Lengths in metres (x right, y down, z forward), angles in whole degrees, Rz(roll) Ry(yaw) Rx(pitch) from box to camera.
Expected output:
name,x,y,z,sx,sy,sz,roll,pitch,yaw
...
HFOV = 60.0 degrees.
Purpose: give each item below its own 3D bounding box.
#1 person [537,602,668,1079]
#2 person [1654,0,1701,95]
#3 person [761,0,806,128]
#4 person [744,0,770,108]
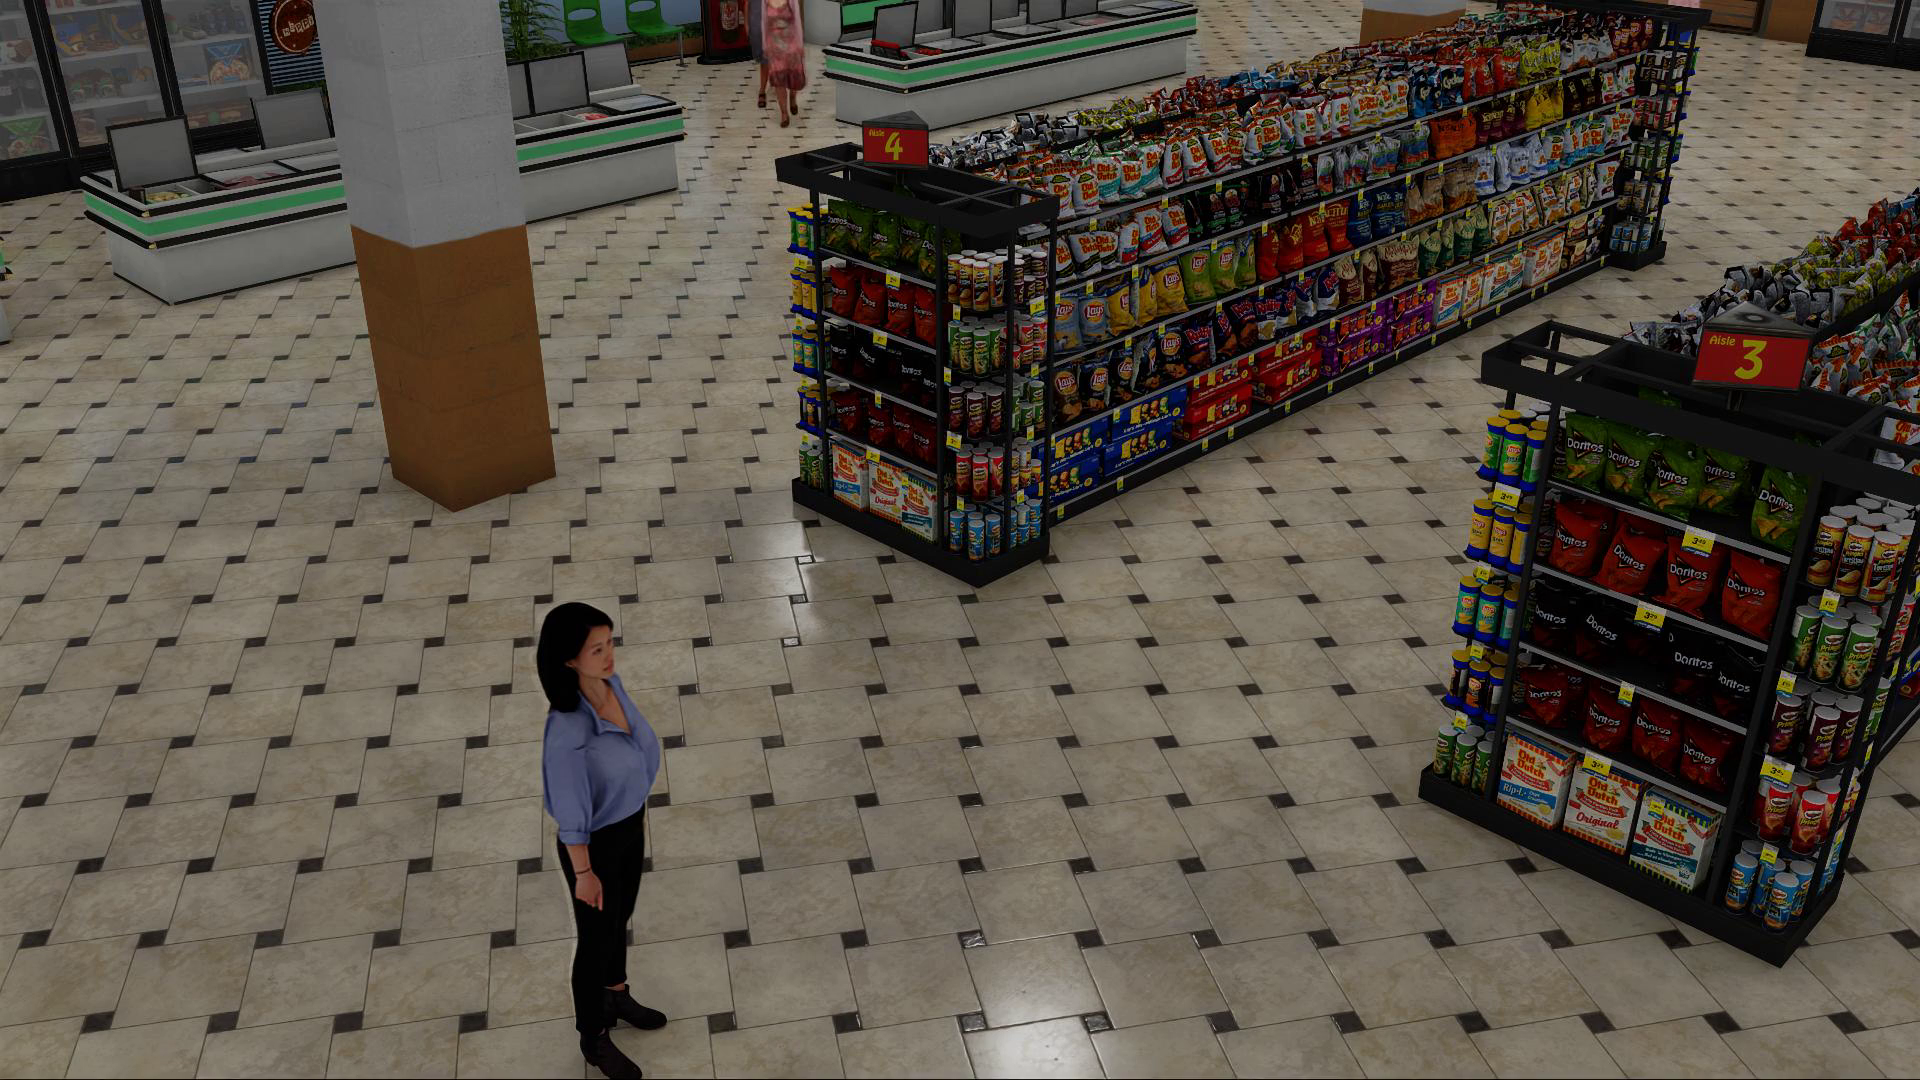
name,x,y,z,sx,sy,sz,roll,pitch,yaw
person,-1.161,0.974,5.397,0.797,1.743,0.689,5,27,10
person,8.307,-6.037,19.192,0.735,1.769,0.725,-6,27,-11
person,-1.892,-5.324,17.886,0.823,1.680,0.887,1,27,2
person,-2.194,-5.805,18.754,0.964,1.753,1.070,3,27,6
